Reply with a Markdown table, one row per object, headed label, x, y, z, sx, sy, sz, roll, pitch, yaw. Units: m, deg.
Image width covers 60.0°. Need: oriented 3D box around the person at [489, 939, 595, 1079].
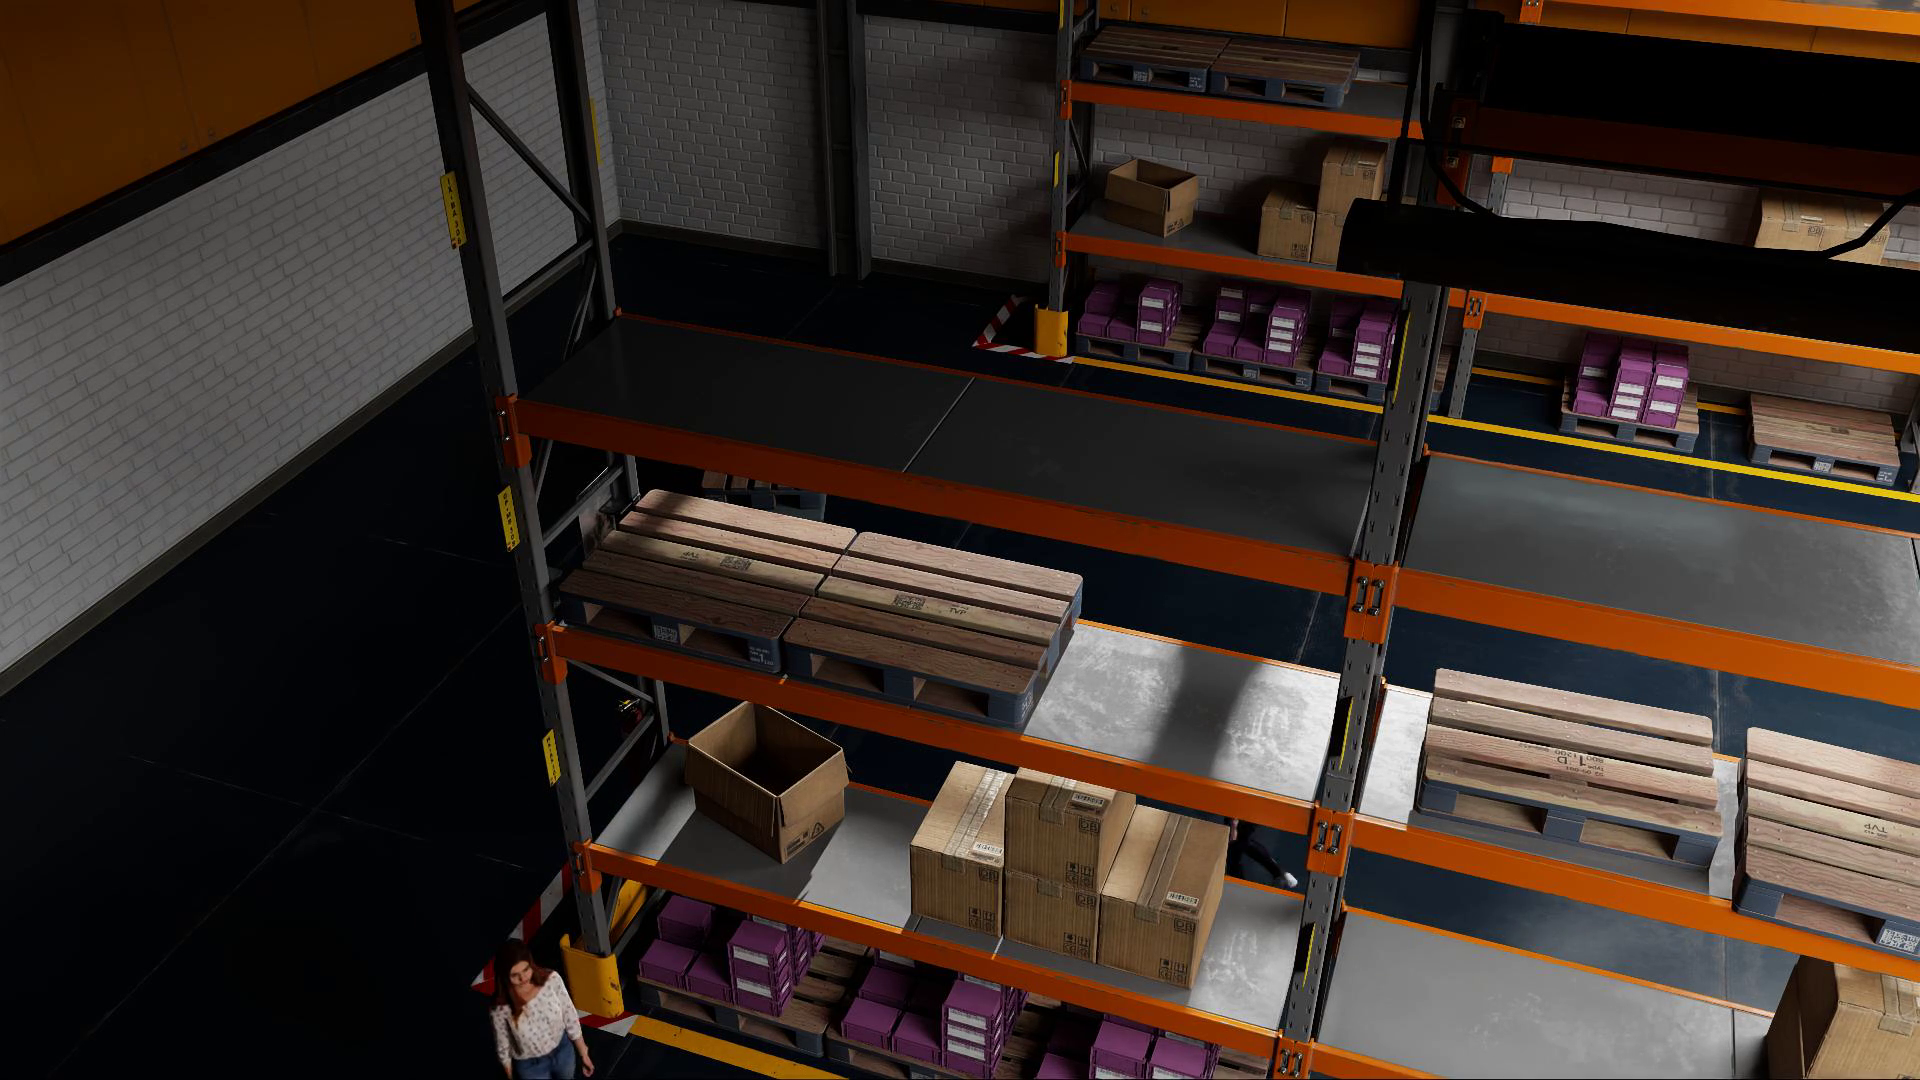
| label | x | y | z | sx | sy | sz | roll | pitch | yaw |
| --- | --- | --- | --- | --- | --- | --- | --- | --- | --- |
| person | -2.183 | 2.633 | 8.578 | 0.926 | 1.702 | 1.161 | -26 | 42 | -34 |
